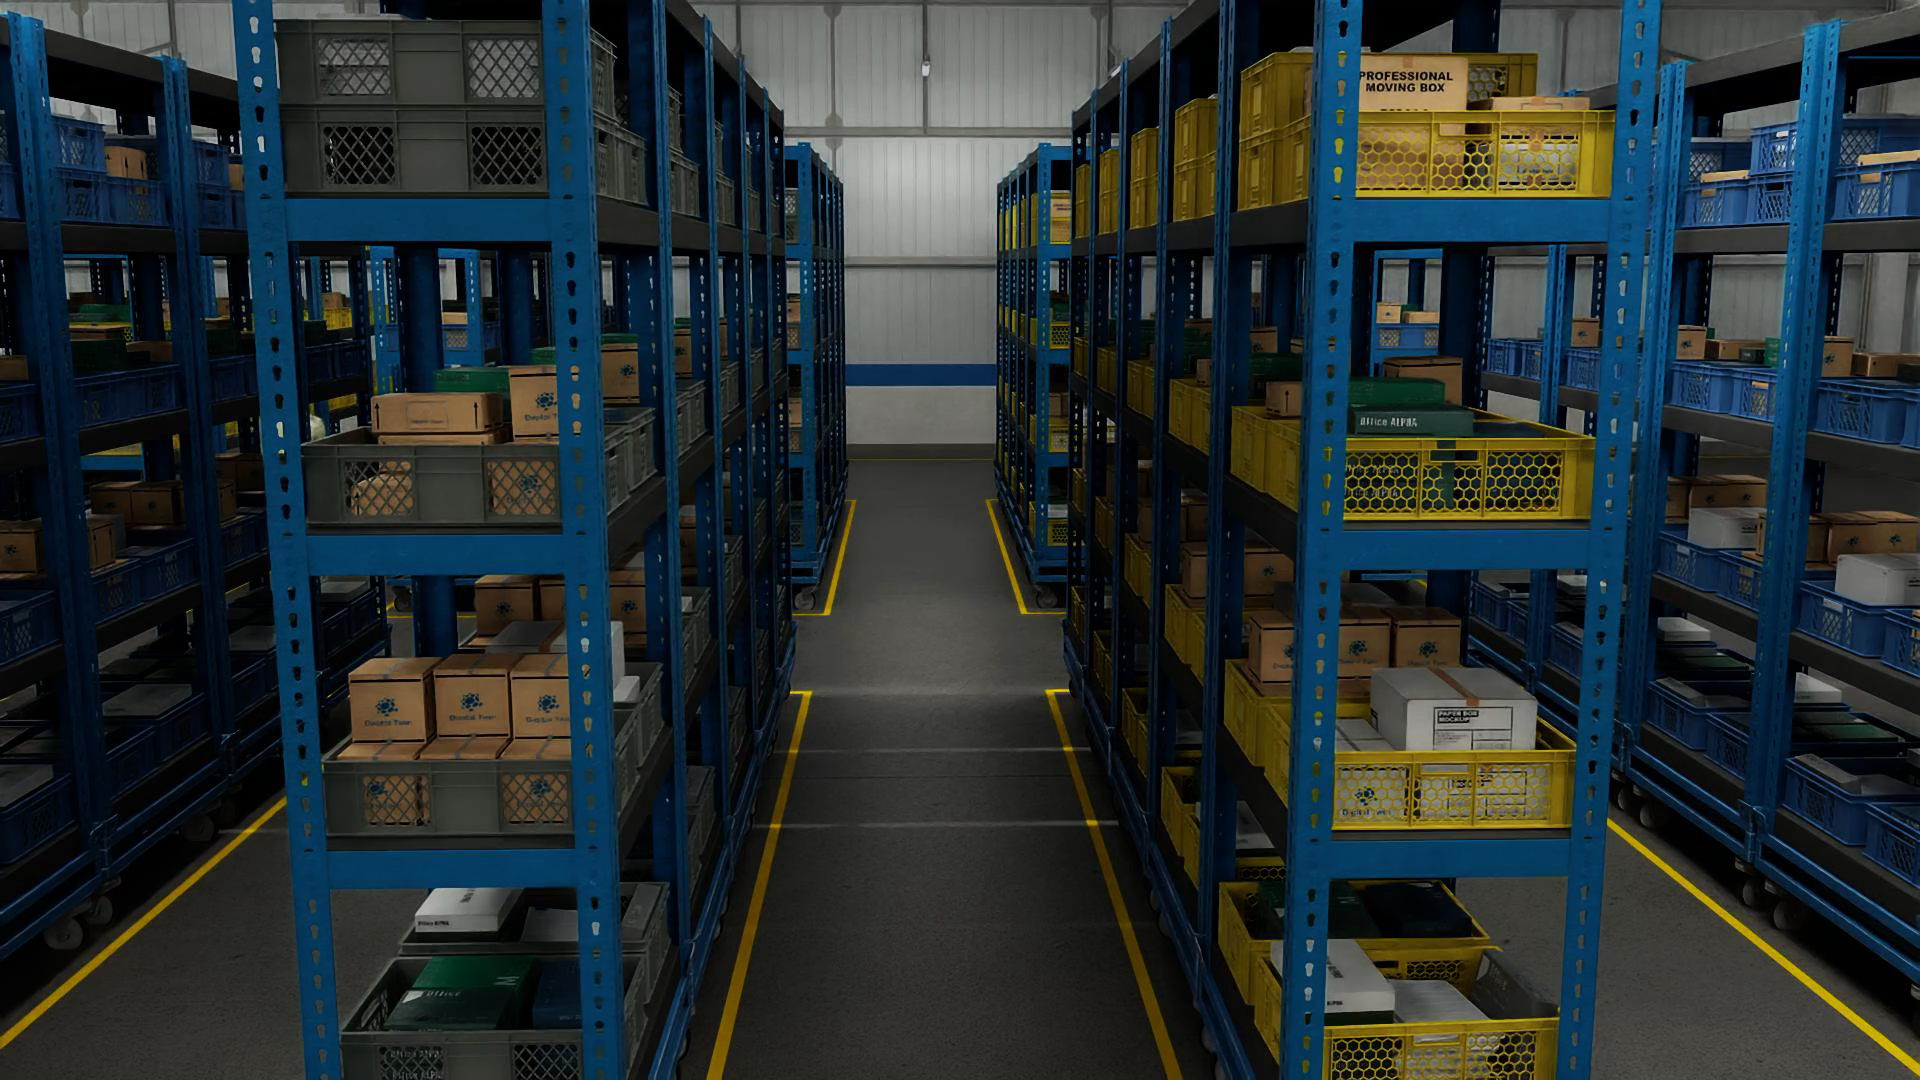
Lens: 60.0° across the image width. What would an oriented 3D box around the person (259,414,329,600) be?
[{"bbox_3d":[-5.286,-0.407,13.298,0.586,1.833,0.403,1,9,3],"label":"person"}]
